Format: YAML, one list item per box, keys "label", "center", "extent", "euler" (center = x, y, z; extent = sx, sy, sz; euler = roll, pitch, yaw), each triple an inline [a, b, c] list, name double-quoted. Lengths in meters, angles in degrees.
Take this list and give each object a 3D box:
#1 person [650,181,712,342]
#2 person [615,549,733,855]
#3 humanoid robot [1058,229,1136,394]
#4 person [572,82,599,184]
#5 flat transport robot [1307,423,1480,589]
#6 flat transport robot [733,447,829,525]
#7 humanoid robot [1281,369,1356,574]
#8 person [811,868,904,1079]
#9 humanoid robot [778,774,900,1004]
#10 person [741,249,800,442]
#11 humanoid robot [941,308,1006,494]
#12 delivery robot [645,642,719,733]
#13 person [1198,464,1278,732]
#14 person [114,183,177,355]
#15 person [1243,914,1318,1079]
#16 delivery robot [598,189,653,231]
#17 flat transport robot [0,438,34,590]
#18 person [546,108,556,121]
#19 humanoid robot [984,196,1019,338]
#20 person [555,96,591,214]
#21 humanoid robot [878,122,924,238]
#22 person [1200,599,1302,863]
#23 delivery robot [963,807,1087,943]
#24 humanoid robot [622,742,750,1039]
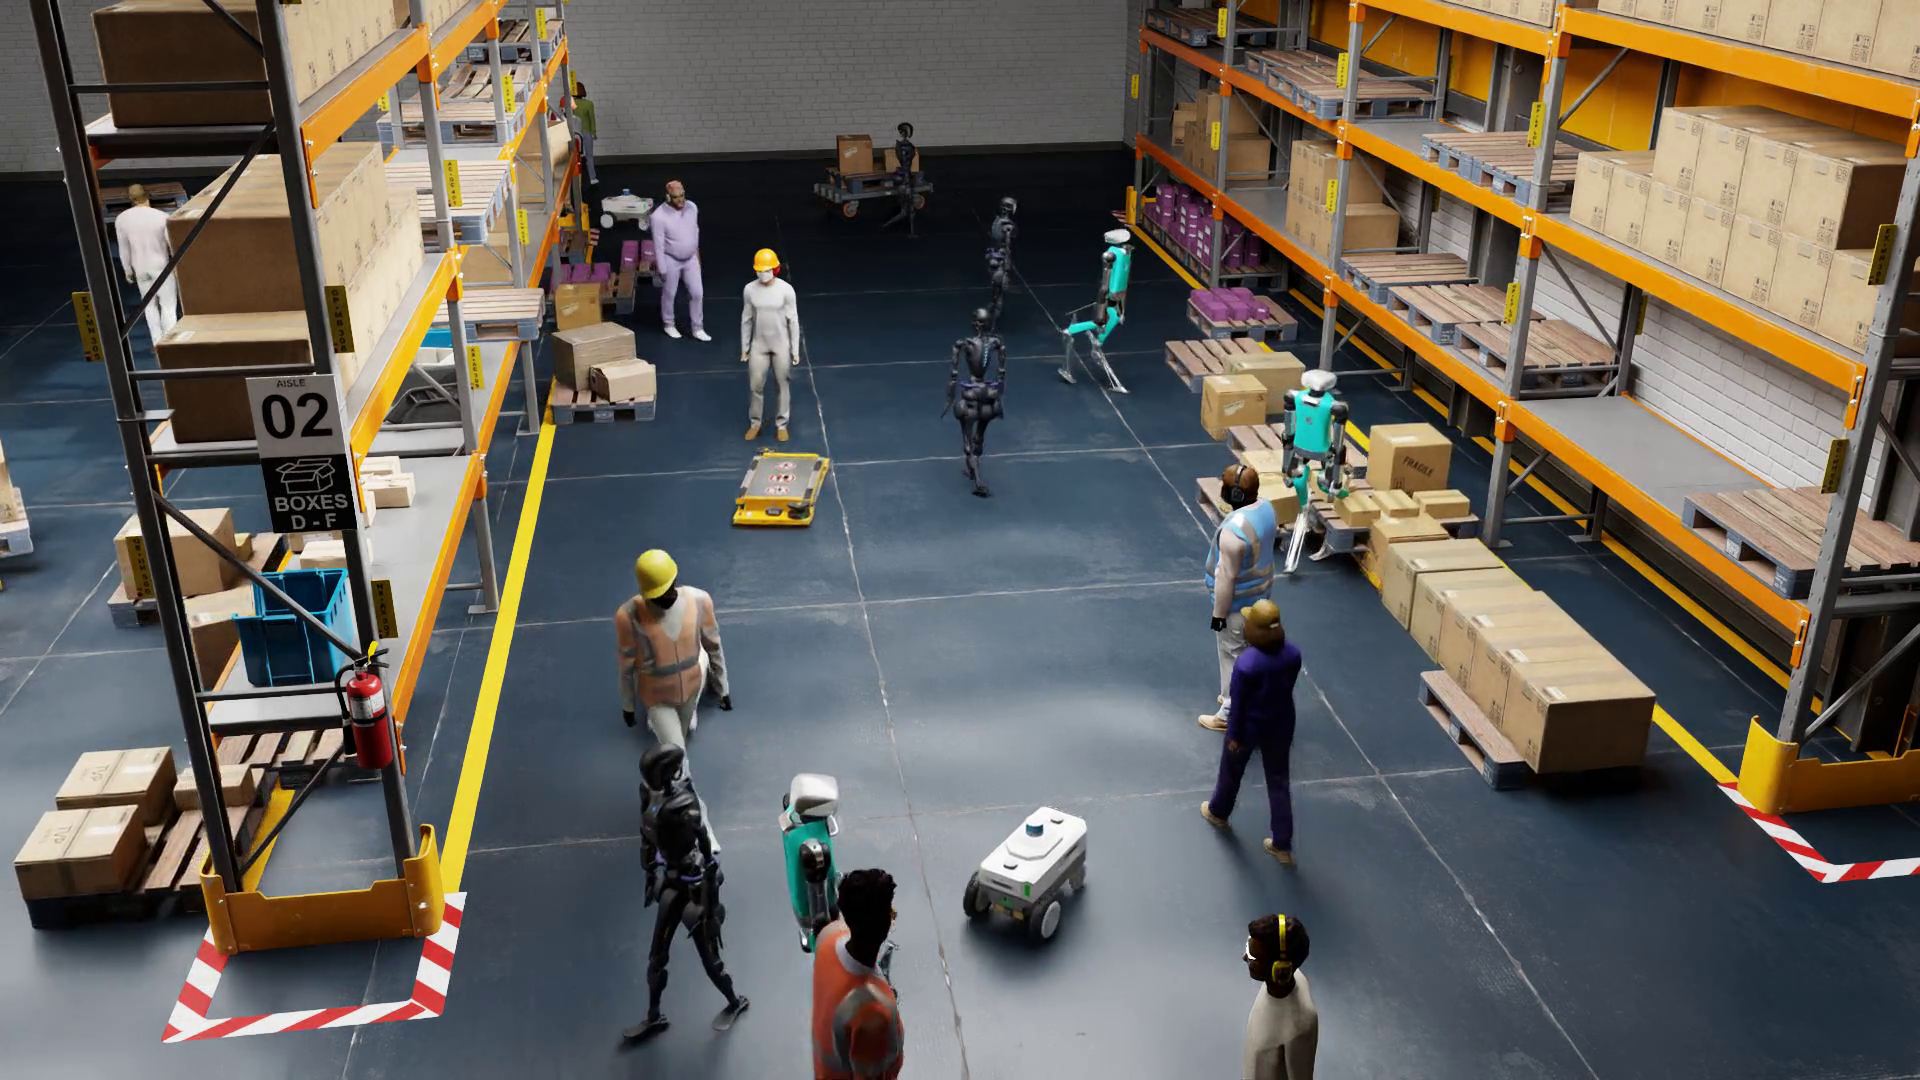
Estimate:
- label: "person"
  center: [-3.182, -3.154, 18.875]
  extent: [0.664, 1.864, 0.841]
  euler: [-18, 29, -35]
- label: "person"
  center: [-1.610, 0.908, 9.627]
  extent: [0.617, 1.853, 0.953]
  euler: [-16, 29, -33]
- label: "humanoid robot"
  center: [1.352, -2.404, 17.385]
  extent: [1.007, 1.770, 0.530]
  euler: [16, 28, 31]
- label: "person"
  center: [-6.154, -6.616, 27.063]
  extent: [0.496, 1.625, 0.285]
  euler: [3, 24, 6]
- label: "flat transport robot"
  center: [3.490, 0.016, 13.641]
  extent: [0.659, 0.231, 1.431]
  euler: [-3, 24, -8]
- label: "flat transport robot"
  center: [-1.572, -0.481, 14.773]
  extent: [0.659, 0.231, 1.431]
  euler: [1, 24, 2]
- label: "humanoid robot"
  center: [2.877, -0.568, 13.156]
  extent: [0.542, 1.749, 0.924]
  euler: [17, 29, 34]
- label: "person"
  center: [-0.422, 2.169, 6.660]
  extent: [0.790, 1.935, 0.622]
  euler: [-9, 25, -20]
- label: "humanoid robot"
  center: [-0.478, 1.867, 7.646]
  extent: [0.667, 1.840, 0.541]
  euler: [-6, 24, -14]
- label: "person"
  center: [-1.813, -1.863, 15.917]
  extent: [0.584, 1.887, 0.375]
  euler: [2, 24, 5]
- label: "humanoid robot"
  center: [0.136, -1.240, 14.818]
  extent: [0.620, 1.637, 0.737]
  euler: [-7, 25, -15]
- label: "delivery robot"
  center: [-1.904, 0.923, 11.234]
  extent: [0.499, 0.606, 0.807]
  euler: [0, 24, 1]
- label: "person"
  center: [1.810, 0.374, 10.887]
  extent: [0.431, 1.836, 0.622]
  euler: [14, 27, 29]
- label: "person"
  center: [-8.887, -2.981, 18.433]
  extent: [0.777, 1.921, 0.394]
  euler: [1, 24, 2]
- label: "person"
  center: [1.216, 2.259, 6.541]
  extent: [0.311, 1.869, 0.526]
  euler: [0, 24, -1]
- label: "delivery robot"
  center: [-4.866, -4.837, 24.305]
  extent: [0.739, 0.564, 0.499]
  euler: [4, 24, 10]
- label: "flat transport robot"
  center: [-8.115, 0.146, 13.346]
  extent: [0.659, 0.231, 1.431]
  euler: [-14, 27, -28]
- label: "person"
  center: [-6.334, -5.808, 24.954]
  extent: [0.635, 1.841, 0.429]
  euler: [-4, 24, -8]
- label: "humanoid robot"
  center: [0.436, -3.143, 19.089]
  extent: [0.433, 1.633, 0.611]
  euler: [-6, 24, -13]
- label: "person"
  center: [-5.848, -5.802, 25.047]
  extent: [0.323, 1.751, 0.559]
  euler: [13, 27, 28]
- label: "humanoid robot"
  center: [-0.841, -5.081, 23.528]
  extent: [0.642, 1.640, 0.602]
  euler: [1, 24, 2]
- label: "person"
  center: [1.731, 1.061, 9.602]
  extent: [0.462, 1.590, 0.715]
  euler: [-8, 25, -17]
- label: "delivery robot"
  center: [0.397, 1.812, 9.189]
  extent: [0.499, 0.591, 0.768]
  euler: [14, 27, 29]
- label: "humanoid robot"
  center: [-1.351, 1.716, 8.058]
  extent: [0.652, 1.638, 0.615]
  euler: [-22, 32, -40]
